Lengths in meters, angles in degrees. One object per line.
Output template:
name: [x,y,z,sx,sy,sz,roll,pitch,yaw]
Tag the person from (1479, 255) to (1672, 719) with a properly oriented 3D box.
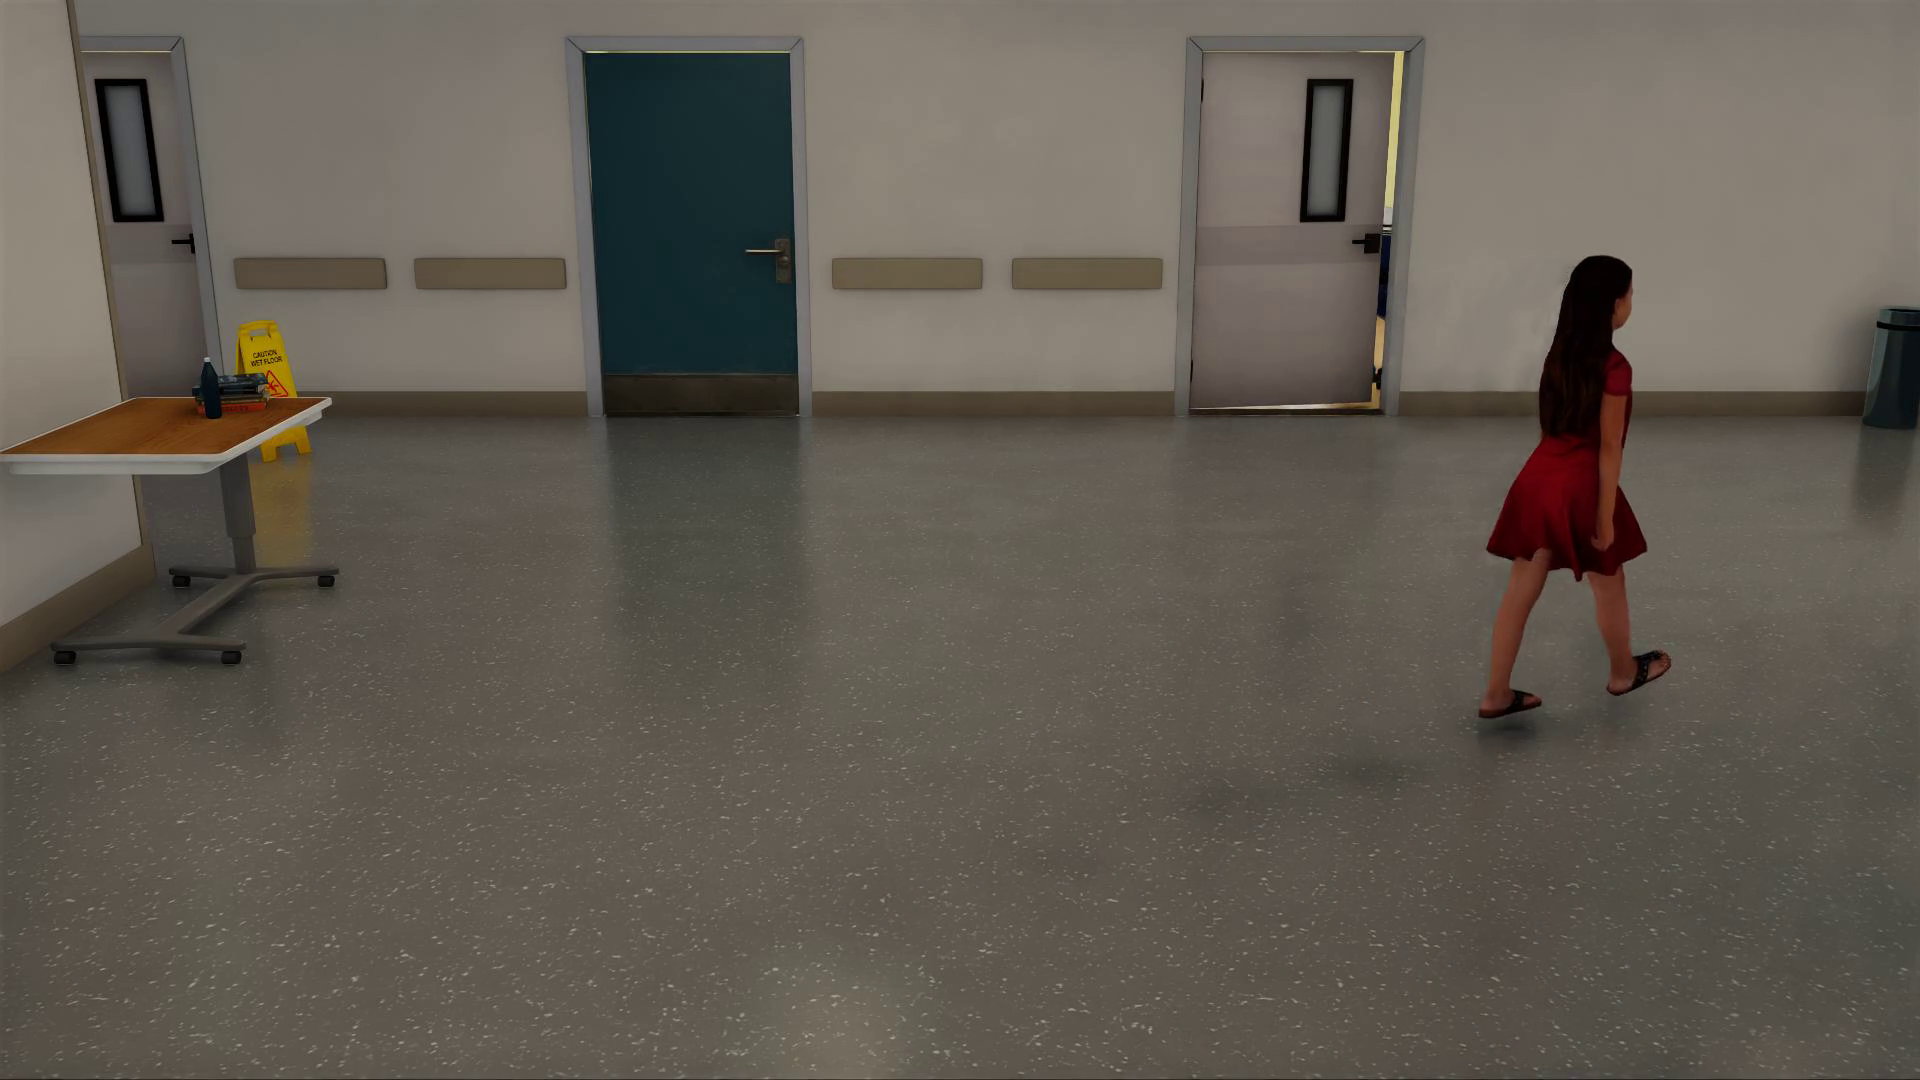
person: [1.929,-0.122,5.405,1.090,1.508,0.863,-8,18,-27]
